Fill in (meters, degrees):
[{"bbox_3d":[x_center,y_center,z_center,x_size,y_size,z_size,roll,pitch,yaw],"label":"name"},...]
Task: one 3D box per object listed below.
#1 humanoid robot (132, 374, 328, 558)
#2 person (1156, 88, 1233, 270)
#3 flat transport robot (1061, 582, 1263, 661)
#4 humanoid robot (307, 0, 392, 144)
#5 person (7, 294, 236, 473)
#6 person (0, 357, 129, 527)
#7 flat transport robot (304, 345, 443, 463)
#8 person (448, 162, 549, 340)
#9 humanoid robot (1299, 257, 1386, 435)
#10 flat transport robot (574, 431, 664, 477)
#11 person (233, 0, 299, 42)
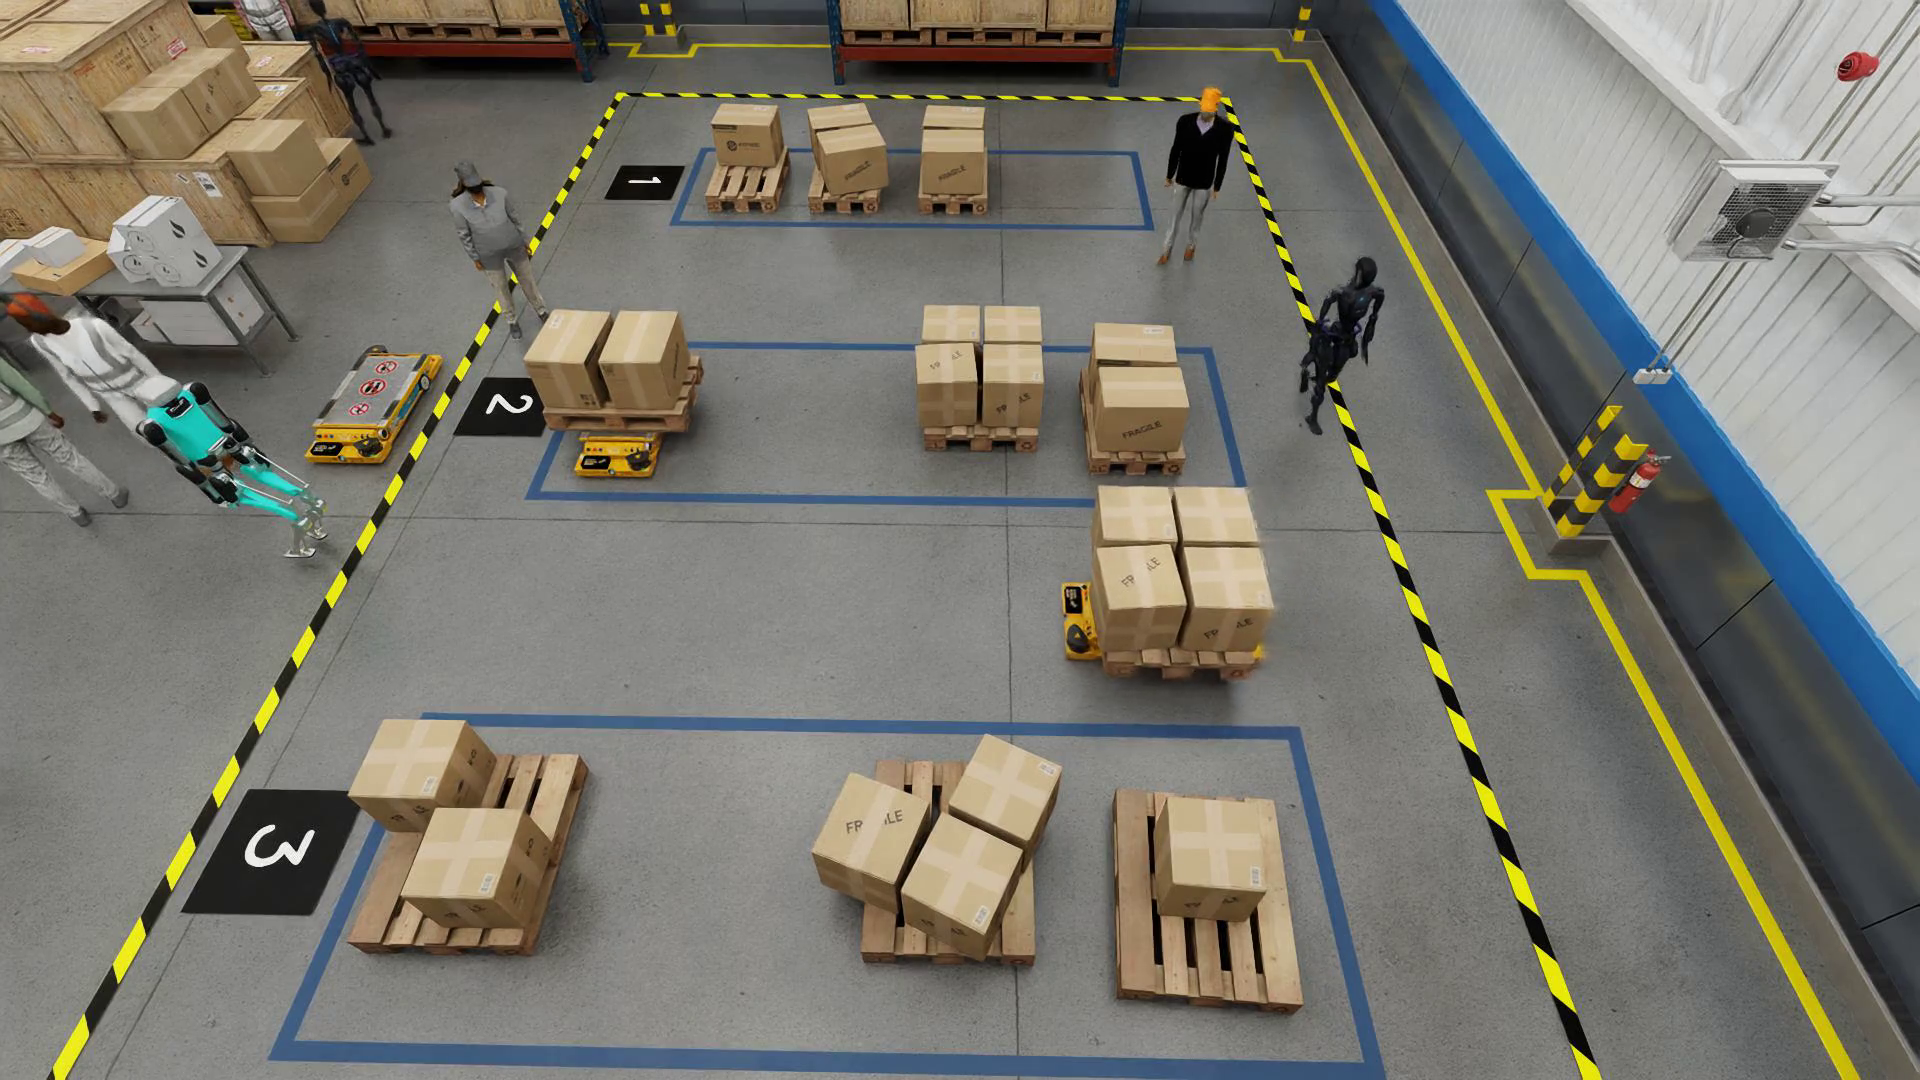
[{"bbox_3d":[-5.171,-0.477,6.720,0.735,1.677,0.533,9,50,8],"label":"humanoid robot"},{"bbox_3d":[2.400,-3.698,9.472,0.616,1.865,0.690,17,52,14],"label":"person"},{"bbox_3d":[1.497,0.577,6.860,1.431,0.197,0.652,1,50,1],"label":"flat transport robot"},{"bbox_3d":[-7.585,-5.831,11.381,0.608,1.628,0.412,-35,58,-26],"label":"humanoid robot"},{"bbox_3d":[-6.686,-1.196,7.343,0.610,1.853,0.435,-13,51,-11],"label":"person"},{"bbox_3d":[-7.282,-0.877,7.010,0.604,1.947,0.404,-36,59,-27],"label":"person"},{"bbox_3d":[-5.383,-1.269,8.441,0.659,0.231,1.431,1,50,1],"label":"flat transport robot"},{"bbox_3d":[-4.373,-2.756,8.715,0.574,1.768,0.401,-29,55,-22],"label":"person"},{"bbox_3d":[3.243,-1.747,7.942,0.589,1.637,0.683,-7,50,-6],"label":"humanoid robot"},{"bbox_3d":[-2.985,-1.151,8.323,0.652,0.197,1.431,1,50,1],"label":"flat transport robot"},{"bbox_3d":[-9.127,-6.841,12.130,0.590,1.834,0.404,-18,52,-15],"label":"person"}]
